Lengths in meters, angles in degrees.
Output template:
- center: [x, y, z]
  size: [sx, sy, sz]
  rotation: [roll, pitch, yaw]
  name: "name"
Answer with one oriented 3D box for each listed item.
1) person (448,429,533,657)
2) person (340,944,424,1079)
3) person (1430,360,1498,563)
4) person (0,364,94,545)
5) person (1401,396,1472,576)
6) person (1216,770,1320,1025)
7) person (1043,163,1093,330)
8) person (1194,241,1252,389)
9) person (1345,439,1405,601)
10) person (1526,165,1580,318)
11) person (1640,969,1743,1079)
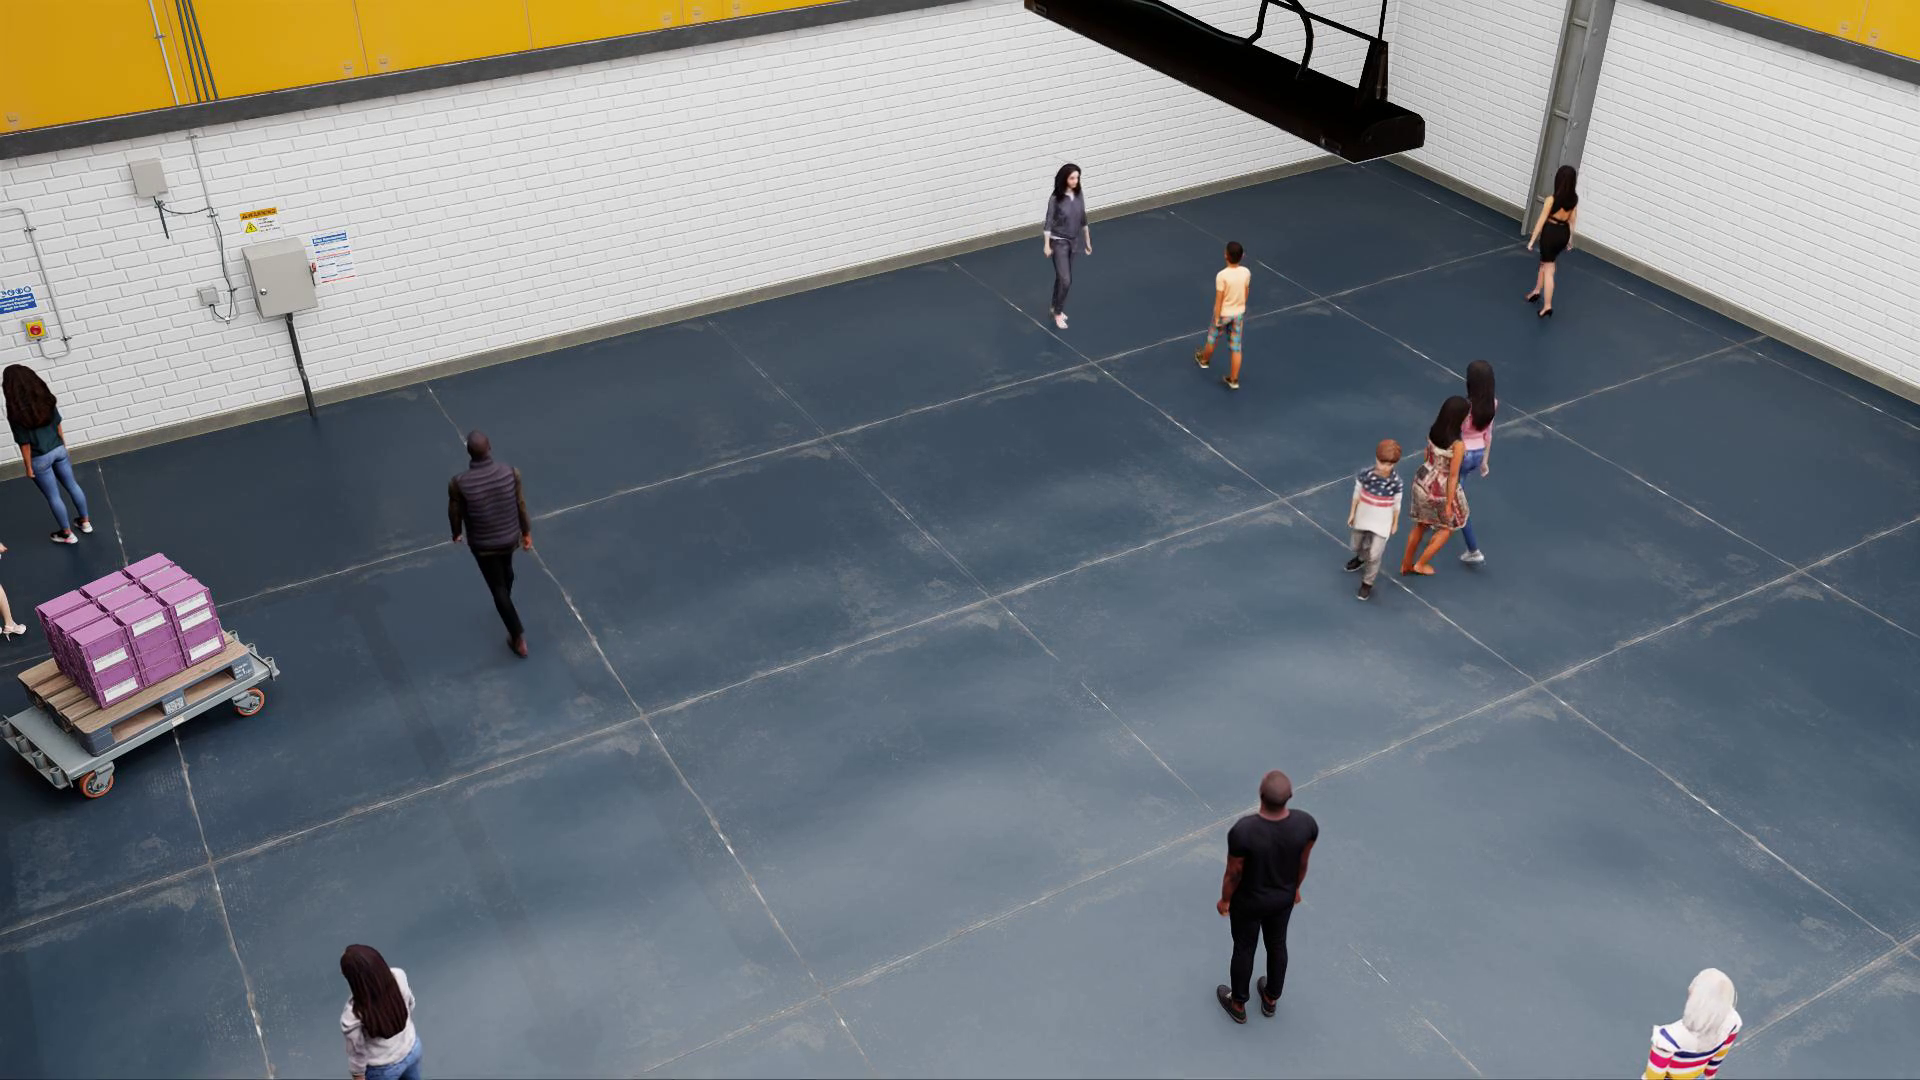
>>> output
- center: [-3.446, 0.066, 12.381]
  size: [0.752, 1.790, 1.119]
  rotation: [-21, 39, -28]
  name: "person"
- center: [-2.896, 2.688, 8.586]
  size: [0.711, 1.625, 0.702]
  rotation: [17, 37, 23]
  name: "person"
- center: [4.123, -0.610, 13.469]
  size: [0.631, 1.711, 1.101]
  rotation: [-14, 36, -20]
  name: "person"
- center: [-7.541, -0.716, 13.715]
  size: [0.749, 1.617, 0.710]
  rotation: [16, 37, 22]
  name: "person"
- center: [3.710, -0.373, 13.189]
  size: [0.772, 1.626, 0.661]
  rotation: [-13, 36, -18]
  name: "person"
- center: [1.718, 2.020, 9.414]
  size: [0.732, 1.819, 0.682]
  rotation: [-6, 34, -9]
  name: "person"
- center: [1.018, -3.087, 17.166]
  size: [0.655, 1.745, 0.702]
  rotation: [-23, 40, -31]
  name: "person"
- center: [2.627, -2.143, 16.022]
  size: [0.692, 1.437, 0.970]
  rotation: [-9, 35, -13]
  name: "person"
- center: [3.274, -0.210, 13.129]
  size: [0.796, 1.422, 0.811]
  rotation: [20, 39, 28]
  name: "person"
- center: [6.187, -3.036, 17.188]
  size: [0.669, 1.634, 0.804]
  rotation: [-11, 35, -16]
  name: "person"
- center: [3.550, 2.774, 8.289]
  size: [0.689, 1.809, 0.580]
  rotation: [-11, 35, -17]
  name: "person"
